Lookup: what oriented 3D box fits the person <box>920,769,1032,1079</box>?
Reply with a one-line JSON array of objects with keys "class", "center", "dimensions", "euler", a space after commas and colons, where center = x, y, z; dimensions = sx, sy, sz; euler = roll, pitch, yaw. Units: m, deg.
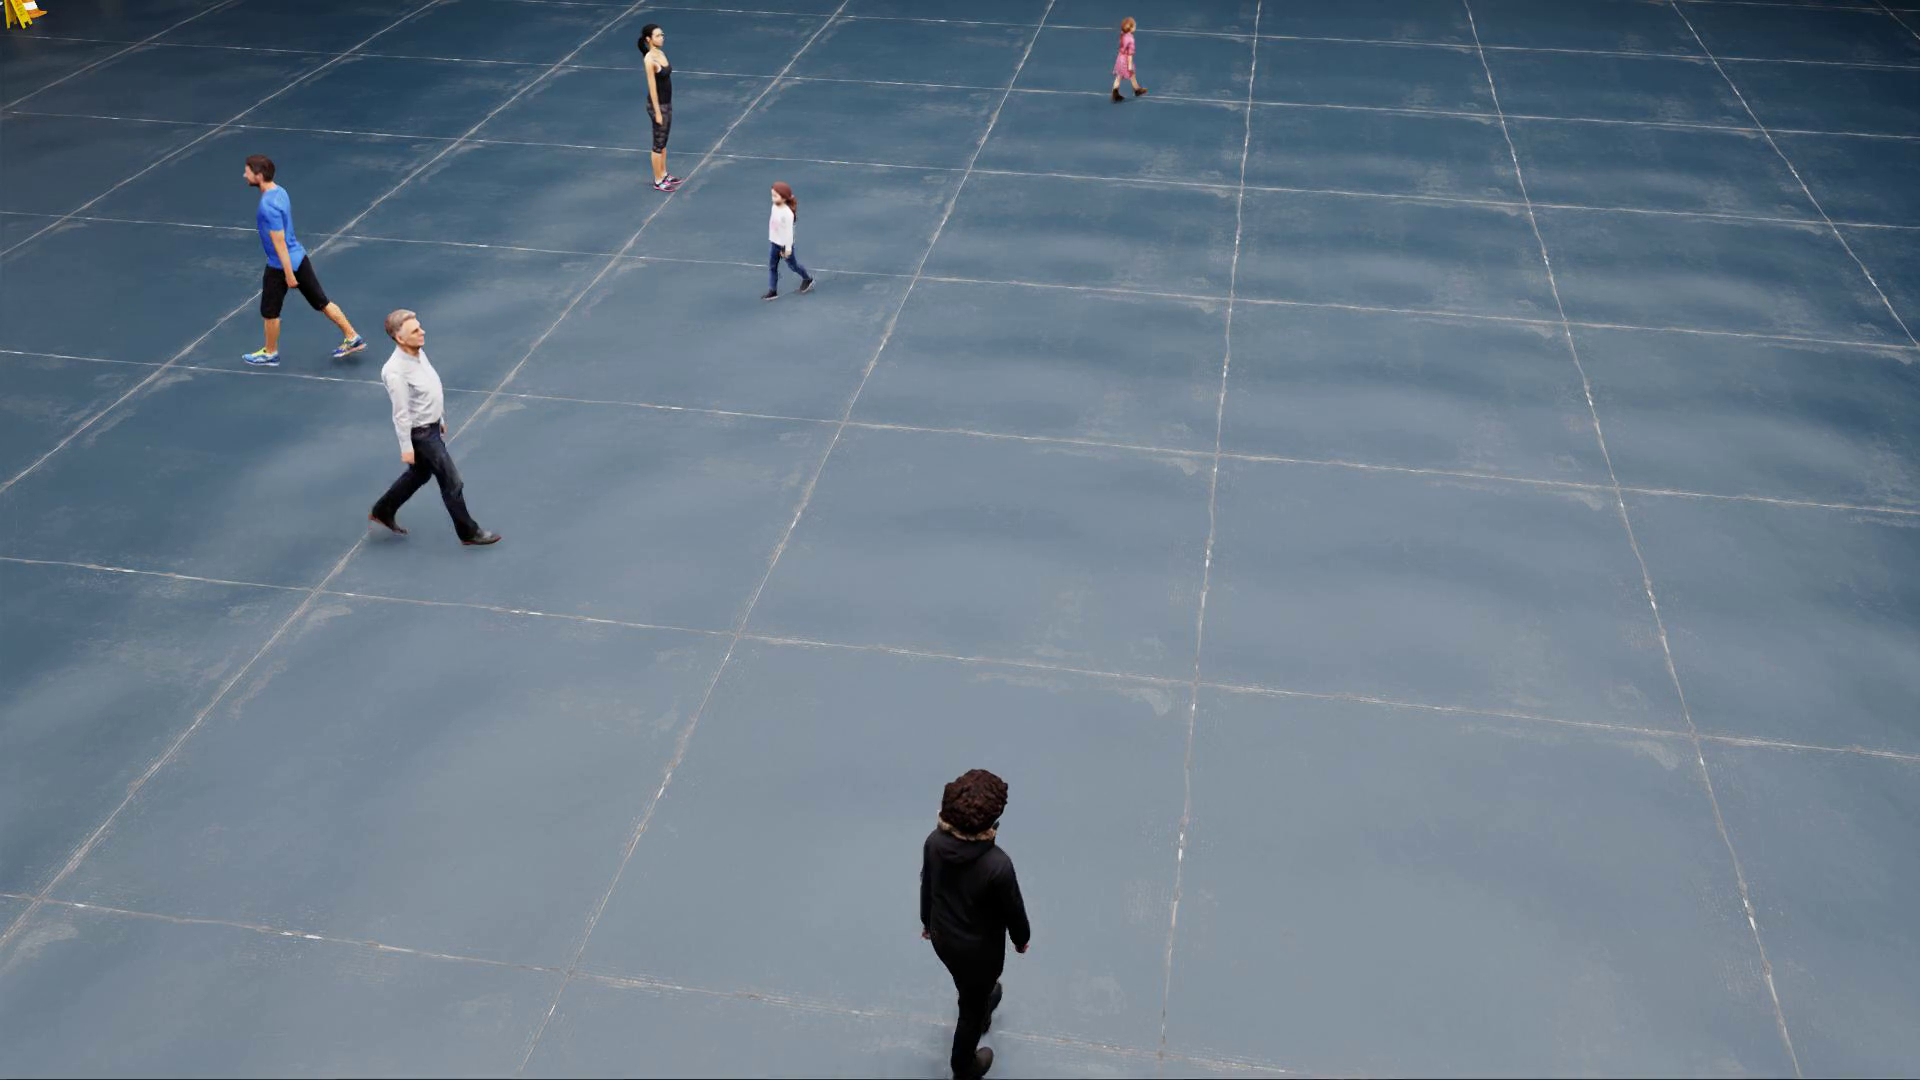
[{"class": "person", "center": [-0.001, 1.812, 7.423], "dimensions": [0.921, 1.755, 0.901], "euler": [20, 37, 28]}]

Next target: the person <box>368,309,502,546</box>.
[{"class": "person", "center": [-3.782, -0.745, 11.445], "dimensions": [1.214, 1.788, 0.776], "euler": [1, 32, 1]}]

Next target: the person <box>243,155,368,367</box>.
[{"class": "person", "center": [-5.507, -2.297, 13.872], "dimensions": [1.314, 1.823, 0.884], "euler": [-4, 33, -7]}]

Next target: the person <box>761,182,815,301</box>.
[{"class": "person", "center": [-1.585, -2.757, 15.287], "dimensions": [0.783, 1.092, 0.759], "euler": [-25, 40, -34]}]

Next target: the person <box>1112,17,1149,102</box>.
[{"class": "person", "center": [1.980, -5.837, 20.257], "dimensions": [0.772, 0.999, 0.691], "euler": [-18, 36, -26]}]

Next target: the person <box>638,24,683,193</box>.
[{"class": "person", "center": [-3.188, -4.579, 17.579], "dimensions": [0.535, 1.730, 0.574], "euler": [4, 32, 7]}]
